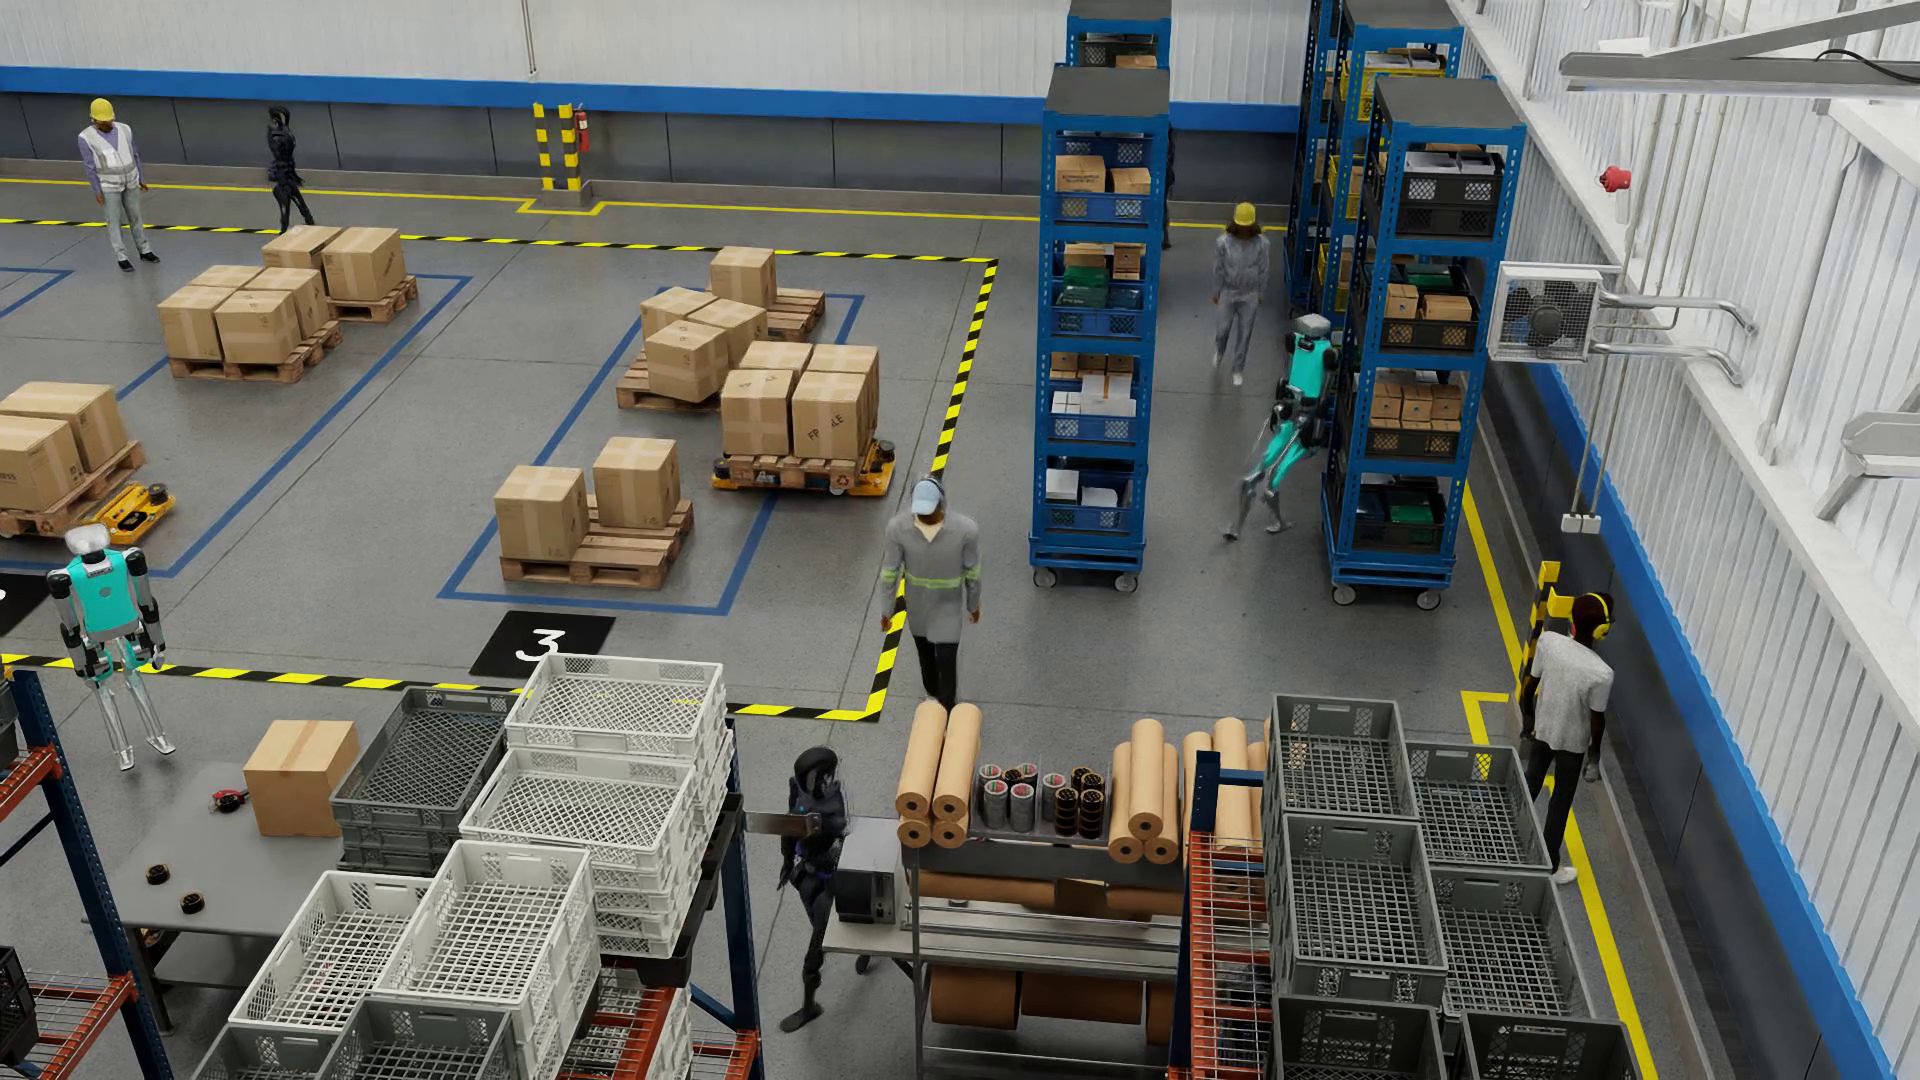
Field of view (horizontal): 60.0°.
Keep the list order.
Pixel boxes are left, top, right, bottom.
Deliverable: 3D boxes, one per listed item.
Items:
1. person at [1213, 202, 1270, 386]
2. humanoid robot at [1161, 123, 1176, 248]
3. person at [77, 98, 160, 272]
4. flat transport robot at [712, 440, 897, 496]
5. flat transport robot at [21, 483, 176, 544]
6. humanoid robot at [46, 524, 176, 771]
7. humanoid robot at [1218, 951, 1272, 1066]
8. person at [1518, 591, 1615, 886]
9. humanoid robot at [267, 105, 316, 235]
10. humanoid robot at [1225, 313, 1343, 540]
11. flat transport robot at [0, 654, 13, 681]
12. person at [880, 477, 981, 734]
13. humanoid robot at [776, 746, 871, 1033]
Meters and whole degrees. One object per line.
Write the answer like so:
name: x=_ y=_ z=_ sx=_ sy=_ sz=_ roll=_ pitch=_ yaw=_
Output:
person: x=2.532 y=-2.240 z=15.068 sx=0.495 sy=1.733 sz=0.411 roll=3 pitch=30 yaw=5
humanoid robot: x=2.113 y=-4.021 z=18.184 sx=0.610 sy=1.640 sz=0.601 roll=-15 pitch=33 yaw=-24
person: x=-8.902 y=-3.774 z=17.611 sx=0.404 sy=1.822 sz=0.590 roll=21 pitch=36 yaw=32
flat transport robot: x=-1.278 y=-0.635 z=13.736 sx=1.431 sy=0.197 sz=0.652 roll=3 pitch=30 yaw=6
flat transport robot: x=-7.033 y=-0.253 z=13.079 sx=1.431 sy=0.197 sz=0.652 roll=3 pitch=30 yaw=6
humanoid robot: x=-5.152 y=0.582 z=10.084 sx=0.533 sy=1.673 sz=0.735 roll=-22 pitch=37 yaw=-32
humanoid robot: x=1.273 y=2.364 z=7.221 sx=0.418 sy=1.642 sz=0.616 roll=-2 pitch=30 yaw=-4
person: x=3.326 y=1.100 z=9.198 sx=0.309 sy=1.864 sz=0.531 roll=-18 pitch=35 yaw=-28
humanoid robot: x=-7.240 y=-3.896 z=17.988 sx=0.671 sy=1.628 sz=0.614 roll=-3 pitch=30 yaw=-6
humanoid robot: x=2.393 y=-0.755 z=12.611 sx=0.852 sy=1.865 sz=0.550 roll=-18 pitch=35 yaw=-28
flat transport robot: x=-7.142 y=0.969 z=11.010 sx=1.431 sy=0.231 sz=0.659 roll=3 pitch=30 yaw=6
person: x=-0.201 y=0.449 z=10.352 sx=0.616 sy=1.822 sz=0.776 roll=5 pitch=31 yaw=9
humanoid robot: x=-0.659 y=1.703 z=8.380 sx=0.727 sy=1.636 sz=0.602 roll=-21 pitch=36 yaw=-32
